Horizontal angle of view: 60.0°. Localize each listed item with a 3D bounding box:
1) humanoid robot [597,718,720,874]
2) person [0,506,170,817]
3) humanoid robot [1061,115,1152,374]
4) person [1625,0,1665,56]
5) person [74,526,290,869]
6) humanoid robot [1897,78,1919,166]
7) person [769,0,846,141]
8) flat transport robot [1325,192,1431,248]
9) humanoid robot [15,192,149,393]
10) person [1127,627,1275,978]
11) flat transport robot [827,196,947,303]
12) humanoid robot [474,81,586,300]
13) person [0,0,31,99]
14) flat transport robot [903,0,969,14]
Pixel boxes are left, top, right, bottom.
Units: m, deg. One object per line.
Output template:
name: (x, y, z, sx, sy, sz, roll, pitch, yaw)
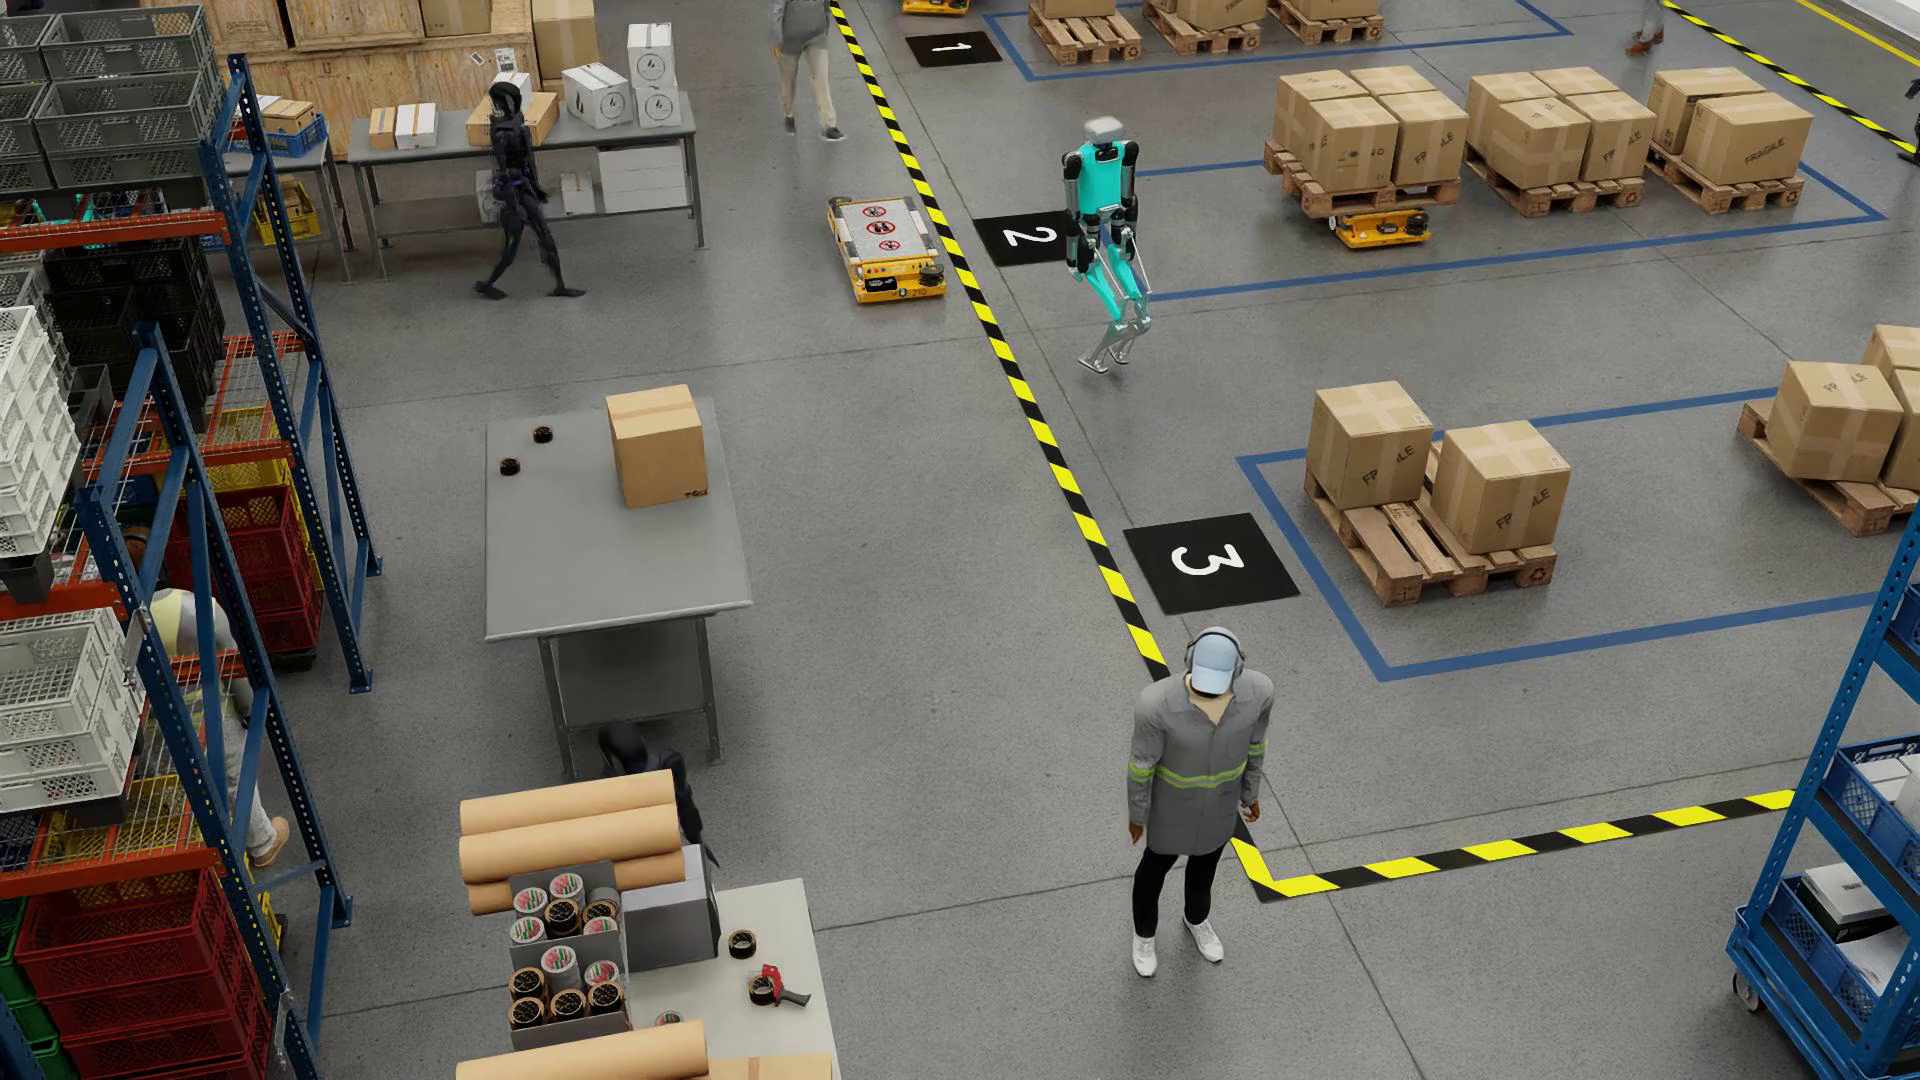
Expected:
humanoid robot: (-1.249, 1.304, 6.620, 0.354, 1.650, 0.595, 28, 45, 32)
person: (-3.937, 0.527, 7.532, 0.585, 1.837, 0.404, 4, 37, 6)
humanoid robot: (1.002, -1.818, 10.655, 0.533, 1.677, 0.735, -17, 40, -22)
person: (6.660, -5.504, 15.647, 0.378, 1.836, 0.666, 7, 37, 9)
person: (-3.374, 0.721, 7.278, 0.617, 1.836, 0.432, -3, 37, -4)
humanoid robot: (8.048, -3.741, 13.411, 0.602, 1.633, 0.600, -14, 39, -19)
person: (-1.308, -4.172, 13.938, 0.628, 1.729, 0.866, -16, 40, -20)
flat transport robot: (3.134, -2.740, 13.213, 0.652, 0.197, 1.431, -8, 37, -10)
humanoid robot: (-5.265, -1.397, 10.124, 0.530, 1.694, 0.746, -14, 39, -18)
person: (0.967, 1.071, 6.788, 0.593, 1.849, 0.393, -8, 37, -11)
flat transport robot: (-0.570, -2.220, 12.538, 0.659, 0.231, 1.431, -8, 37, -10)
humanoid robot: (-3.138, -2.422, 11.674, 0.772, 1.634, 0.609, 2, 37, 3)
person: (-8.399, -4.542, 14.252, 0.385, 1.948, 0.601, 8, 37, 11)
flat transport robot: (-0.192, -5.830, 17.366, 0.652, 0.197, 1.431, 3, 37, 4)
